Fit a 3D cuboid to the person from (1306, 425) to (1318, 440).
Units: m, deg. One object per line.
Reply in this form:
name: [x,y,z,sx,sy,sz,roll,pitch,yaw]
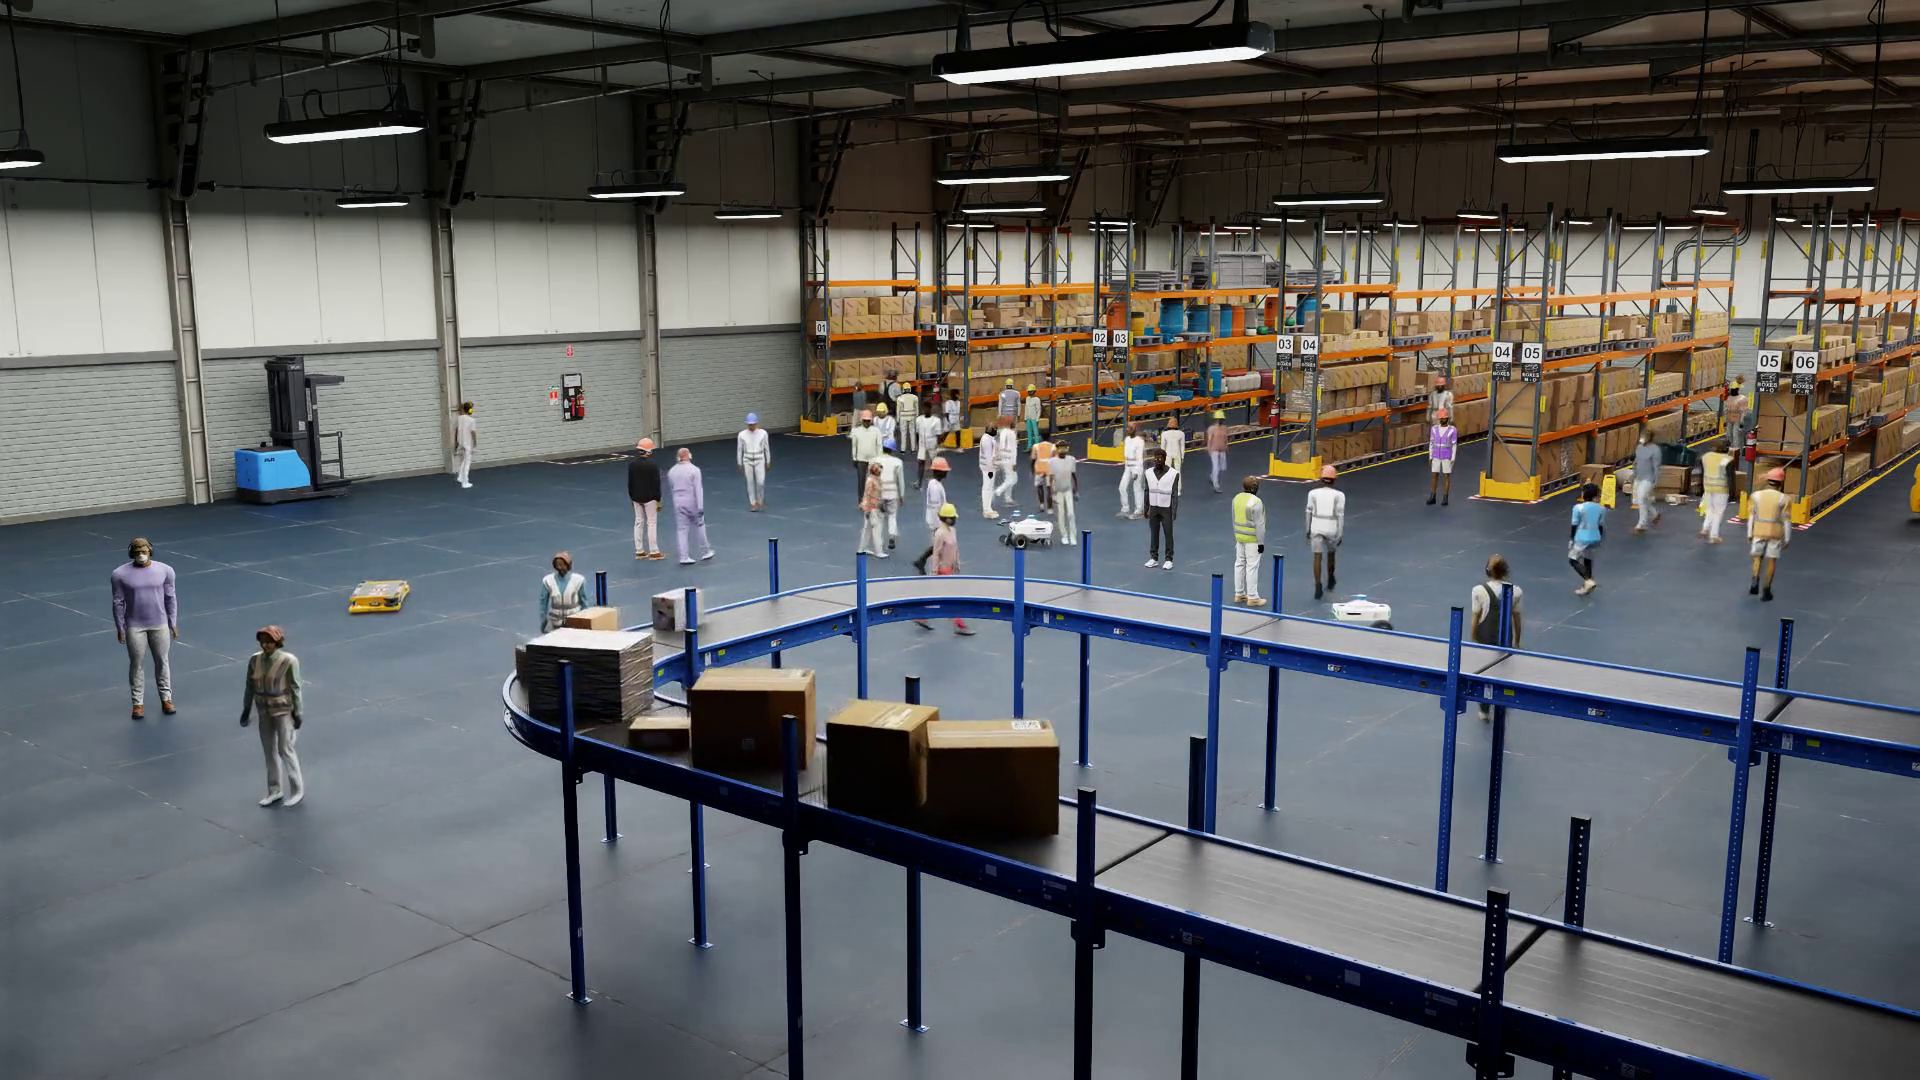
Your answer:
person: [9.368,-3.430,41.343,0.367,1.926,0.594,-6,12,-32]

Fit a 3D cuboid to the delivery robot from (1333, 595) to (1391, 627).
delivery robot: [5.225,0.957,20.369,0.707,0.478,0.477,1,10,5]

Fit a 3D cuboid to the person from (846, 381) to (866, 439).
person: [-2.792,-3.588,43.184,0.515,1.582,0.847,8,13,38]

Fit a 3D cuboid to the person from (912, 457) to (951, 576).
person: [-0.397,-0.305,23.771,0.543,1.926,0.547,0,10,1]

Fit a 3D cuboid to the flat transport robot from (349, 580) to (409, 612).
flat transport robot: [-8.310,0.788,22.388,0.652,0.197,1.431,-2,10,-13]

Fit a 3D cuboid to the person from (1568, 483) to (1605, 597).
person: [9.097,0.015,22.631,0.543,1.682,0.448,-3,11,-17]

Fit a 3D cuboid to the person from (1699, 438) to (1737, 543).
person: [13.154,-0.858,27.137,0.450,1.829,0.659,-5,11,-26]

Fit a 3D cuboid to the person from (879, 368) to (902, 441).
person: [-1.744,-3.604,42.124,0.712,2.000,0.808,9,13,41]

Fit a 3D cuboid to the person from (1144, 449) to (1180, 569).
person: [3.212,-0.512,24.973,0.590,1.912,0.376,6,12,29]

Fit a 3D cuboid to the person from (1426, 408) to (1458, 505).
person: [9.690,-1.678,31.450,0.542,1.939,0.368,7,12,34]

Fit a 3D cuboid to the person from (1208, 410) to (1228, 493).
person: [5.438,-1.893,33.196,0.530,1.751,0.501,-5,11,-28]

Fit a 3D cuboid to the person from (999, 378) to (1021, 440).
person: [1.295,-3.309,40.929,0.586,1.833,0.403,-1,10,-6]

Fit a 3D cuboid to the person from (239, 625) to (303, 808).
person: [-6.152,1.570,14.040,0.535,1.637,0.364,3,11,18]

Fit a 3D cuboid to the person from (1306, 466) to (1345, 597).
person: [5.365,-0.149,22.972,0.564,1.882,0.986,4,11,20]

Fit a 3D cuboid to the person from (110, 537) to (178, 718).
person: [-8.740,0.922,16.820,0.631,1.940,0.372,-7,12,-34]

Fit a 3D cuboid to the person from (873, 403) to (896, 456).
person: [-1.708,-2.094,34.152,0.588,1.804,0.635,4,11,22]

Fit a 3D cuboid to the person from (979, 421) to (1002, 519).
person: [0.580,-1.351,29.907,0.429,1.838,0.621,0,10,-2]

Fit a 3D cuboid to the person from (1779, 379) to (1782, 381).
person: [20.992,-3.225,40.329,0.679,1.868,0.904,4,11,19]

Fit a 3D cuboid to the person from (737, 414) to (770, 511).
person: [-4.029,-1.500,30.467,0.652,1.923,0.658,-1,10,-5]

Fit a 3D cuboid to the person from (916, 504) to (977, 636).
person: [-0.213,0.366,20.551,0.890,1.724,0.534,4,11,21]

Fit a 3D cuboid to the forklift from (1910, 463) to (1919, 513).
forklift: [19.034,-1.348,28.998,2.313,2.155,1.214,8,13,37]

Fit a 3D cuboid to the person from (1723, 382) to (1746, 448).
person: [19.242,-2.962,38.788,0.483,1.904,0.690,-2,10,-13]

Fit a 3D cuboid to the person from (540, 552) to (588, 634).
person: [-4.498,0.908,17.843,0.526,1.605,0.811,0,10,-2]

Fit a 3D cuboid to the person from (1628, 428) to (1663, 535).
person: [12.338,-1.060,28.028,0.614,1.921,0.637,-2,10,-9]

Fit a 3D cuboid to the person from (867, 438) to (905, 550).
person: [-1.252,-0.754,26.307,0.635,1.916,0.497,-2,10,-9]

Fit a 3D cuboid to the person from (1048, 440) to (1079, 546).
person: [1.796,-0.808,26.877,0.556,1.831,0.728,-1,10,-4]

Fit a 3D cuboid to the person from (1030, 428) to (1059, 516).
person: [1.651,-1.321,30.188,0.587,1.660,0.626,1,10,8]

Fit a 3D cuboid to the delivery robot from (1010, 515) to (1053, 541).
delivery robot: [1.221,-0.185,26.800,0.707,0.478,0.477,-2,10,-11]

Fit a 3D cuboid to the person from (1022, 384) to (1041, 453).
person: [1.829,-3.081,39.833,0.316,1.769,0.523,-9,13,-40]

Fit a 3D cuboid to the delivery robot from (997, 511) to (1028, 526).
delivery robot: [0.983,-0.389,27.219,0.698,0.223,0.335,-6,11,-29]

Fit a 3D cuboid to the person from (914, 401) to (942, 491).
person: [-0.699,-2.023,33.456,0.624,1.911,1.029,4,11,20]

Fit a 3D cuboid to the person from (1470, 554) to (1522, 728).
person: [5.594,1.060,16.349,0.524,1.826,0.750,3,10,15]

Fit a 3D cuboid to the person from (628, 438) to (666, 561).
person: [-5.142,-0.672,25.632,0.612,1.994,0.394,5,11,26]

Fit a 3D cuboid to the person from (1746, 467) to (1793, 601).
person: [11.684,-0.091,22.569,0.574,1.920,0.404,9,14,42]

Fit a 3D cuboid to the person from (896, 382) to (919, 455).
person: [-1.337,-3.082,39.654,0.588,1.833,0.404,-3,11,-18]

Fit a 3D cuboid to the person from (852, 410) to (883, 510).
person: [-1.806,-1.572,30.814,0.629,1.948,0.969,-1,10,-5]

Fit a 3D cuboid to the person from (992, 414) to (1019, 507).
person: [0.898,-1.563,31.011,0.576,1.866,0.588,-4,11,-21]

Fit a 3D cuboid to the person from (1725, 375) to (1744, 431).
person: [22.411,-3.973,45.272,0.719,1.602,0.535,3,10,15]

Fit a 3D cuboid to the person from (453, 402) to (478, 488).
person: [-10.710,-2.061,33.891,0.537,1.839,0.448,4,11,23]

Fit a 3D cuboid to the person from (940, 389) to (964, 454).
person: [-0.227,-3.048,39.938,0.536,1.660,0.862,-9,14,-43]

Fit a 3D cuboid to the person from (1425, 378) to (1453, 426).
person: [11.777,-2.988,38.607,0.648,2.010,0.924,9,13,40]

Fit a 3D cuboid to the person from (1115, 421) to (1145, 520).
person: [3.221,-1.311,29.580,0.644,1.863,0.594,-6,12,-32]

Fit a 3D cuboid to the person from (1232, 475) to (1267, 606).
person: [4.136,-0.002,22.285,0.429,1.847,0.625,-5,11,-27]

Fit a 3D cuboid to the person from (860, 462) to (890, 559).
person: [-1.409,-0.496,25.752,0.658,1.600,0.583,2,10,12]

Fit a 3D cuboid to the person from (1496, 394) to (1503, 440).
person: [13.760,-3.120,39.695,0.969,1.887,0.565,-10,14,-44]

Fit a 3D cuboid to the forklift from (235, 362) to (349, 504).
forklift: [-13.803,-2.244,32.110,1.129,2.768,1.873,8,13,37]

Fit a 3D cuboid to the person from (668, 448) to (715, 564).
person: [-4.371,-0.561,25.411,0.704,1.854,0.924,4,11,24]

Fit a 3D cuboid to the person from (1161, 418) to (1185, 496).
person: [4.424,-1.730,32.602,0.501,1.632,0.280,0,10,0]
